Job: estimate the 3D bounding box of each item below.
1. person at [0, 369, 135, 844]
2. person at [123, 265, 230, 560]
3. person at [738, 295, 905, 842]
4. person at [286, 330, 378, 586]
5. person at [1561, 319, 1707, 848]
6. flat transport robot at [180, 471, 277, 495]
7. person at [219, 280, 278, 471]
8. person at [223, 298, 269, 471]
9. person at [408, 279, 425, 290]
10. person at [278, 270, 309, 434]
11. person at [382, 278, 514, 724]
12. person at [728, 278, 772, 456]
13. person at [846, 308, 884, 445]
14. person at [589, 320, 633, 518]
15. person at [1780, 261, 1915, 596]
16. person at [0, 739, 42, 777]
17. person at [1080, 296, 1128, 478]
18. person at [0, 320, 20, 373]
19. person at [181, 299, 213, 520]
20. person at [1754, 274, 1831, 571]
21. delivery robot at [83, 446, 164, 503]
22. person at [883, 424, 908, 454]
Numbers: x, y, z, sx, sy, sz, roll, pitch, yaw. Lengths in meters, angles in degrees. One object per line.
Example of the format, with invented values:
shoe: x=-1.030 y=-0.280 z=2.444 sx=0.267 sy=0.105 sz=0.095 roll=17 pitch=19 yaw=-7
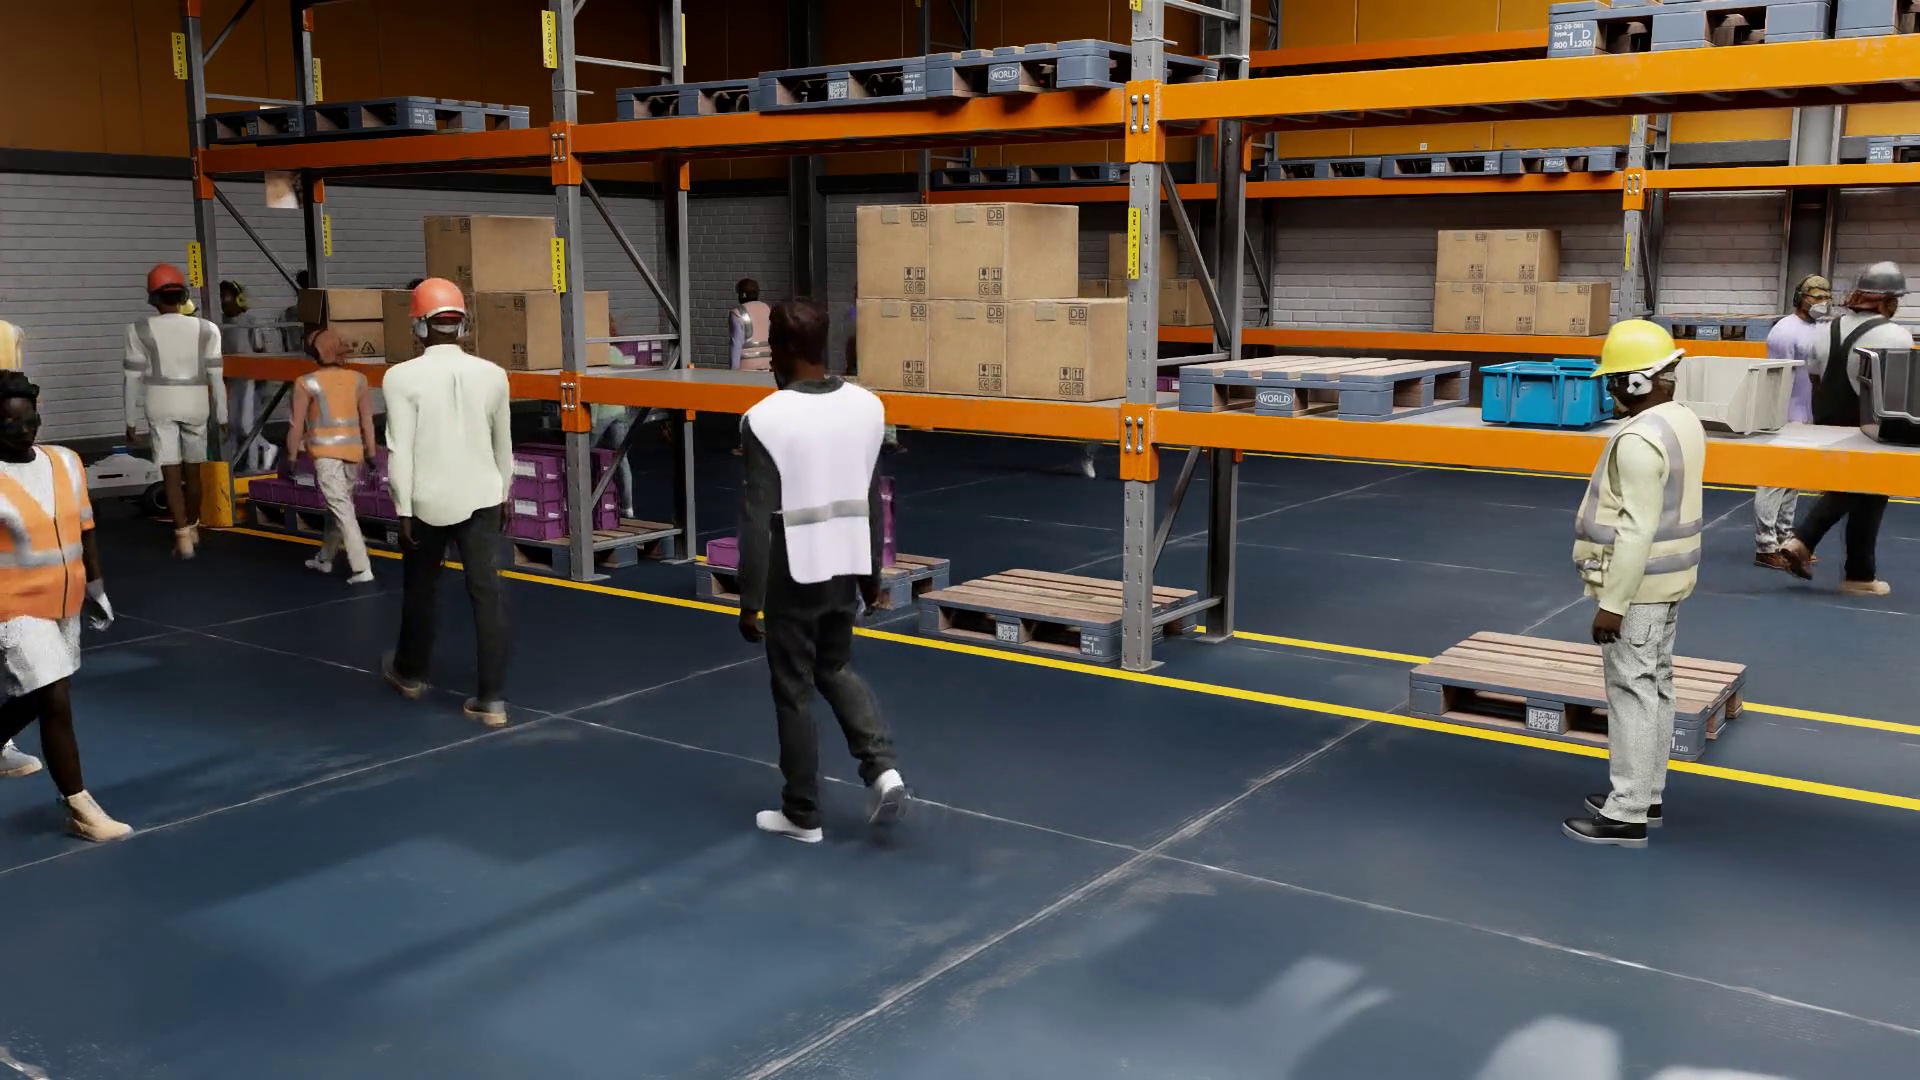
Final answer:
person: x=-3.297 y=0.229 z=5.786 sx=0.771 sy=1.665 sz=0.531 roll=3 pitch=10 yaw=16
person: x=-5.393 y=-0.880 z=11.432 sx=0.627 sy=2.001 sz=0.953 roll=-7 pitch=12 yaw=-36
person: x=-0.484 y=0.126 z=5.676 sx=0.539 sy=1.906 sz=0.621 roll=9 pitch=13 yaw=43
person: x=-3.949 y=-0.520 z=10.453 sx=0.857 sy=1.589 sz=0.534 roll=7 pitch=12 yaw=36
person: x=2.336 y=0.153 z=5.777 sx=0.403 sy=1.823 sz=0.588 roll=7 pitch=12 yaw=37
flat transport robot: x=-5.894 y=-0.452 z=13.991 sx=1.431 sy=0.197 sz=0.652 roll=-6 pitch=11 yaw=-32
person: x=-6.528 y=-1.450 z=15.234 sx=0.548 sy=1.848 sz=0.574 roll=3 pitch=10 yaw=20
person: x=-6.987 y=-1.538 z=16.148 sx=0.548 sy=1.710 sz=0.925 roll=-1 pitch=10 yaw=-8
person: x=-5.580 y=-1.785 z=17.315 sx=0.952 sy=1.824 sz=0.531 roll=7 pitch=12 yaw=36
person: x=-6.121 y=-1.600 z=15.899 sx=0.634 sy=1.923 sz=0.863 roll=3 pitch=10 yaw=15
person: x=-2.303 y=-0.189 z=7.458 sx=0.643 sy=1.935 sz=1.029 roll=-8 pitch=12 yaw=-40
person: x=-2.187 y=-1.795 z=17.320 sx=0.429 sy=1.845 sz=0.621 roll=8 pitch=12 yaw=38
person: x=-1.092 y=-1.943 z=18.325 sx=0.888 sy=1.804 sz=0.589 roll=5 pitch=11 yaw=26
person: x=-2.879 y=-0.973 z=13.110 sx=0.681 sy=1.608 sz=0.520 roll=4 pitch=10 yaw=25
person: x=5.459 y=-0.671 z=10.038 sx=0.597 sy=2.000 sz=0.688 roll=-2 pitch=10 yaw=-12
person: x=-4.044 y=-0.063 z=6.613 sx=0.812 sy=1.973 sz=0.608 roll=3 pitch=10 yaw=19
person: x=1.434 y=-1.377 z=15.218 sx=0.483 sy=1.710 sz=0.810 roll=-6 pitch=11 yaw=-31
person: x=-7.493 y=-1.055 z=12.753 sx=0.942 sy=1.887 sz=0.561 roll=3 pitch=10 yaw=15
person: x=-6.039 y=-1.034 z=13.047 sx=0.343 sy=1.759 sz=0.533 roll=-4 pitch=10 yaw=-23
person: x=5.512 y=-0.774 z=10.966 sx=0.629 sy=1.937 sz=0.379 roll=-7 pitch=12 yaw=-37
delivery robot: x=-6.635 y=-0.500 z=13.157 sx=0.707 sy=0.478 sz=0.477 roll=-8 pitch=12 yaw=-40
person: x=-0.764 y=-1.856 z=17.432 sx=0.472 sy=1.926 sz=0.653 roll=6 pitch=11 yaw=33
